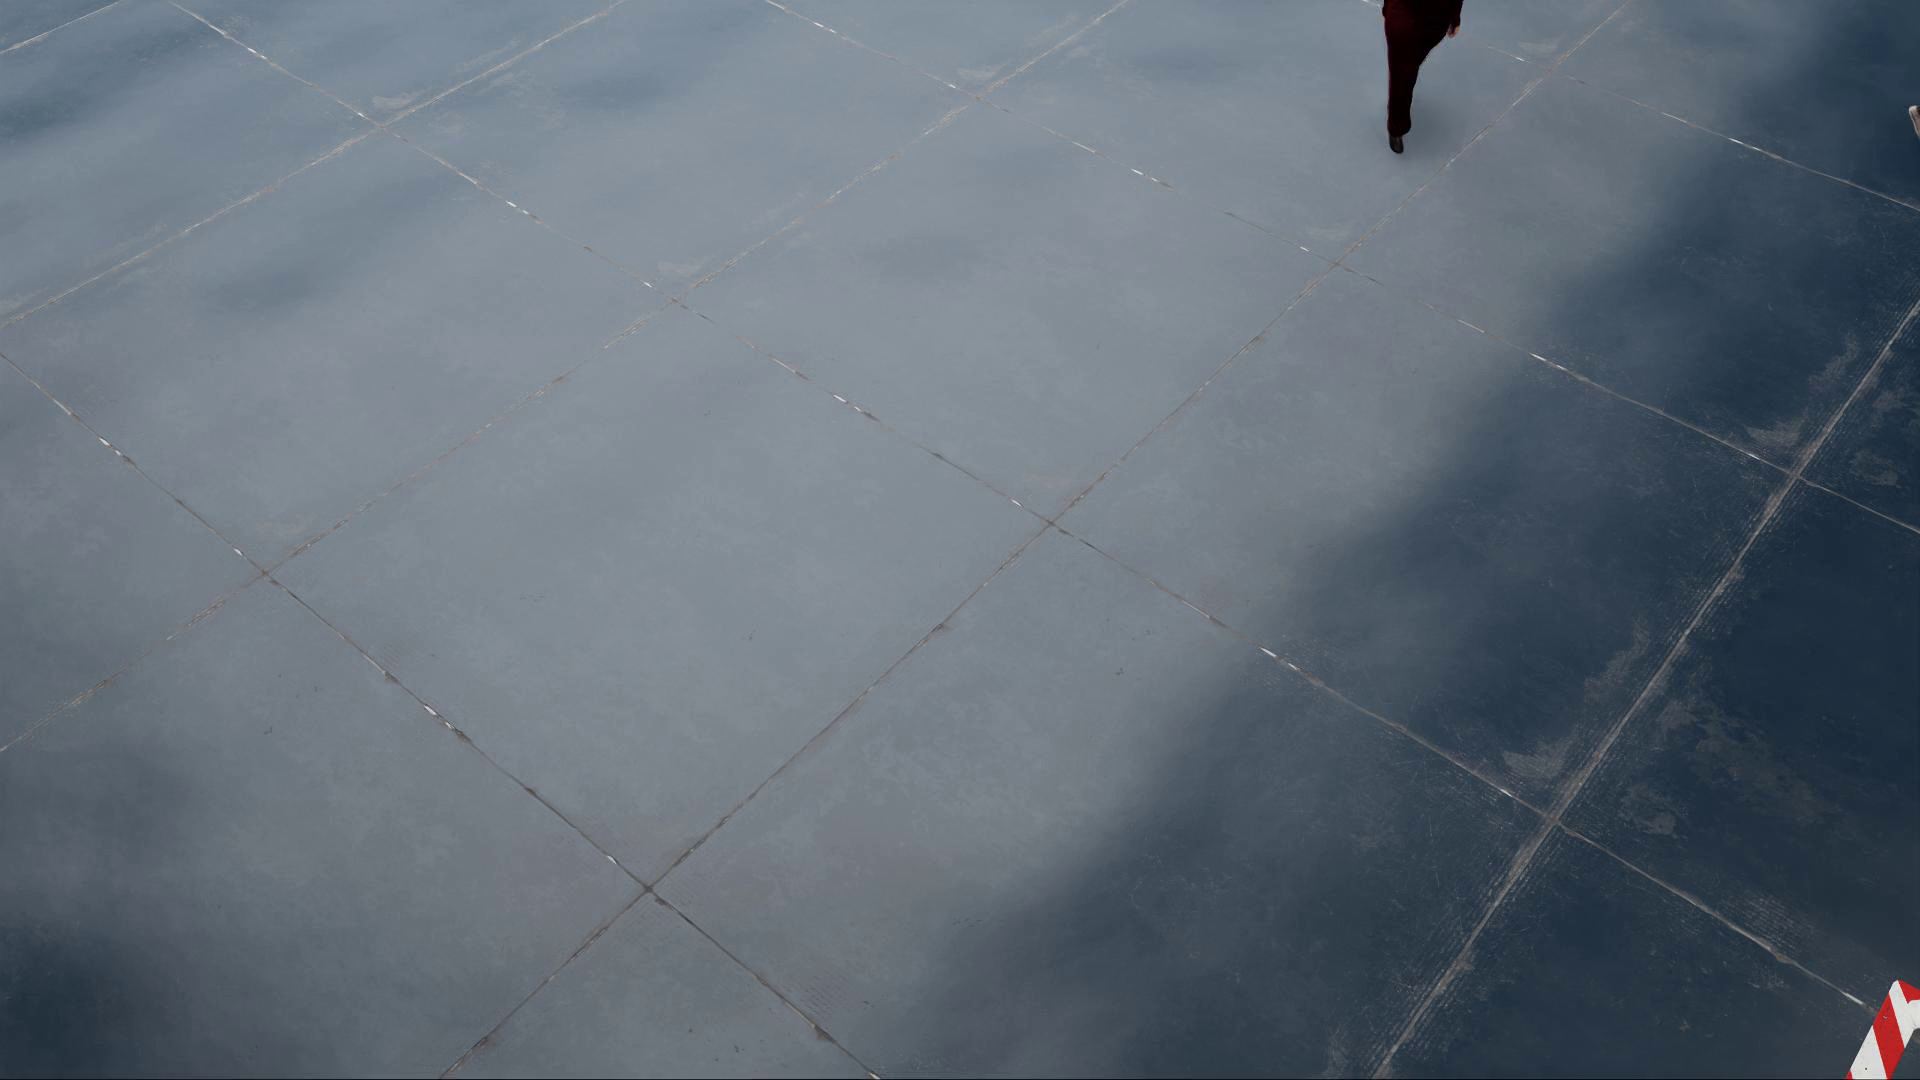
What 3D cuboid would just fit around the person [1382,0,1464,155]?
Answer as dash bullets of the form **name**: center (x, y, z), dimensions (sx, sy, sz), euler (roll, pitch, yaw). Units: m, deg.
- **person**: center (3.076, -3.569, 11.196), dimensions (1.088, 1.716, 1.155), euler (-4, 47, -3)
